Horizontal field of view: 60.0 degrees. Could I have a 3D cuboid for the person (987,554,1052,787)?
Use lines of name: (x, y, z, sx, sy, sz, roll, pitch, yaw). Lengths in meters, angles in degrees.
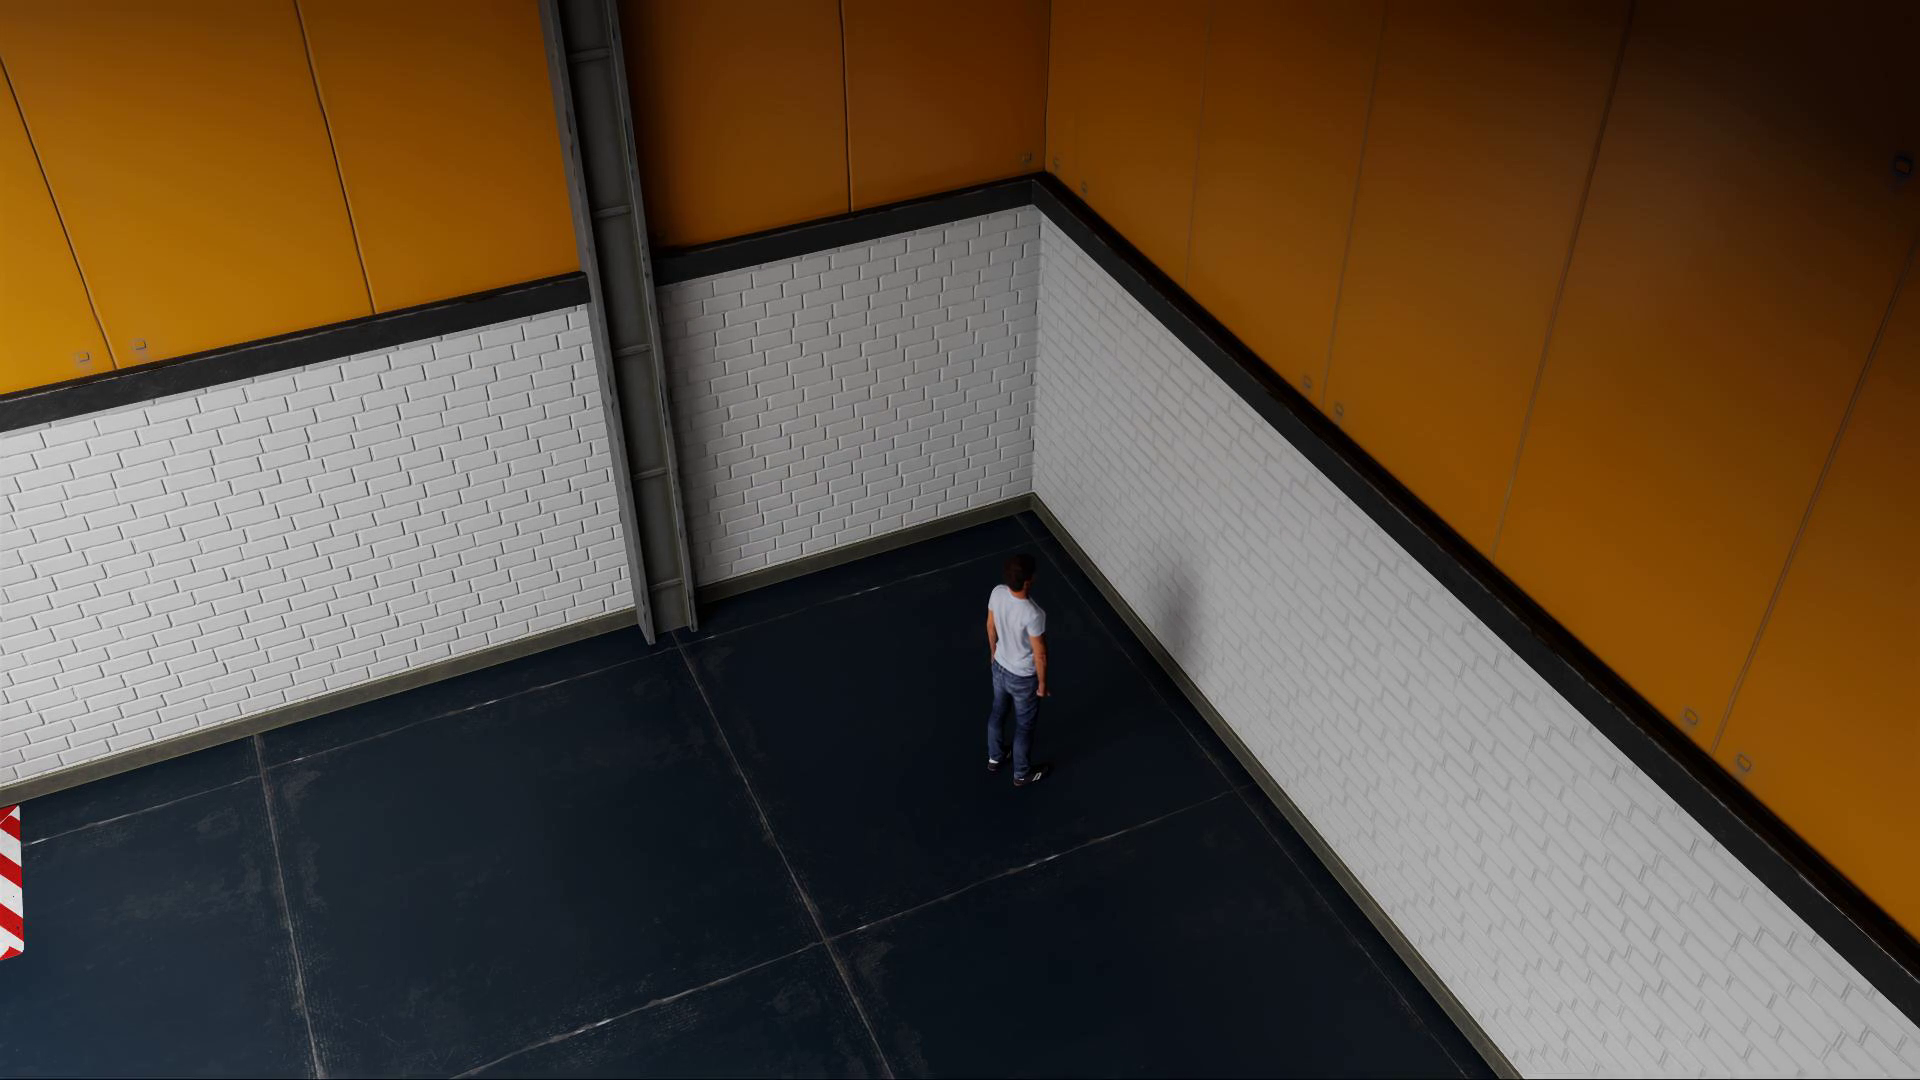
person: (0.371, 0.844, 10.913, 0.697, 1.866, 0.656, 32, 48, 33)
